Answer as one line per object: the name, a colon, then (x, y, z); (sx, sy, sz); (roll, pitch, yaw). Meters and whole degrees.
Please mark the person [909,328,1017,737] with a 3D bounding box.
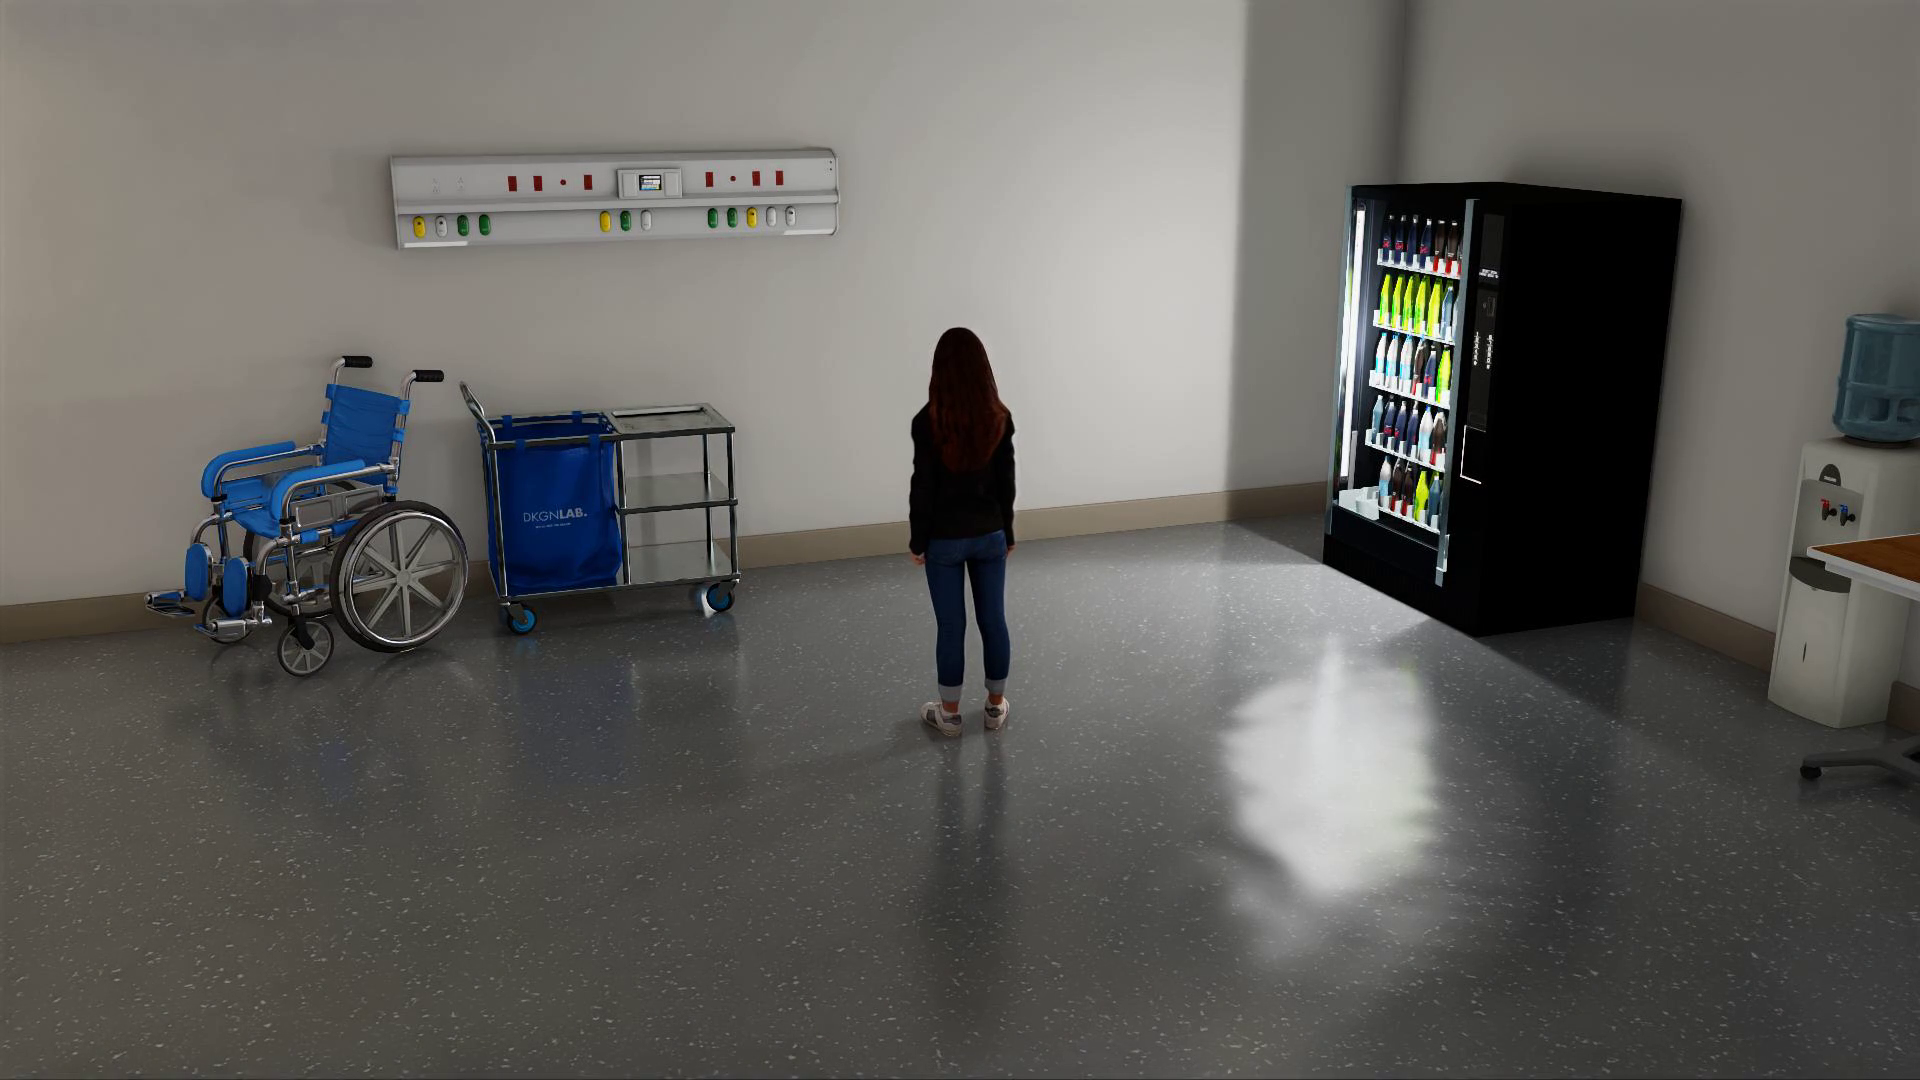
person: (0.021, -0.028, 5.989); (0.562, 1.483, 0.493); (-5, 17, -17)
